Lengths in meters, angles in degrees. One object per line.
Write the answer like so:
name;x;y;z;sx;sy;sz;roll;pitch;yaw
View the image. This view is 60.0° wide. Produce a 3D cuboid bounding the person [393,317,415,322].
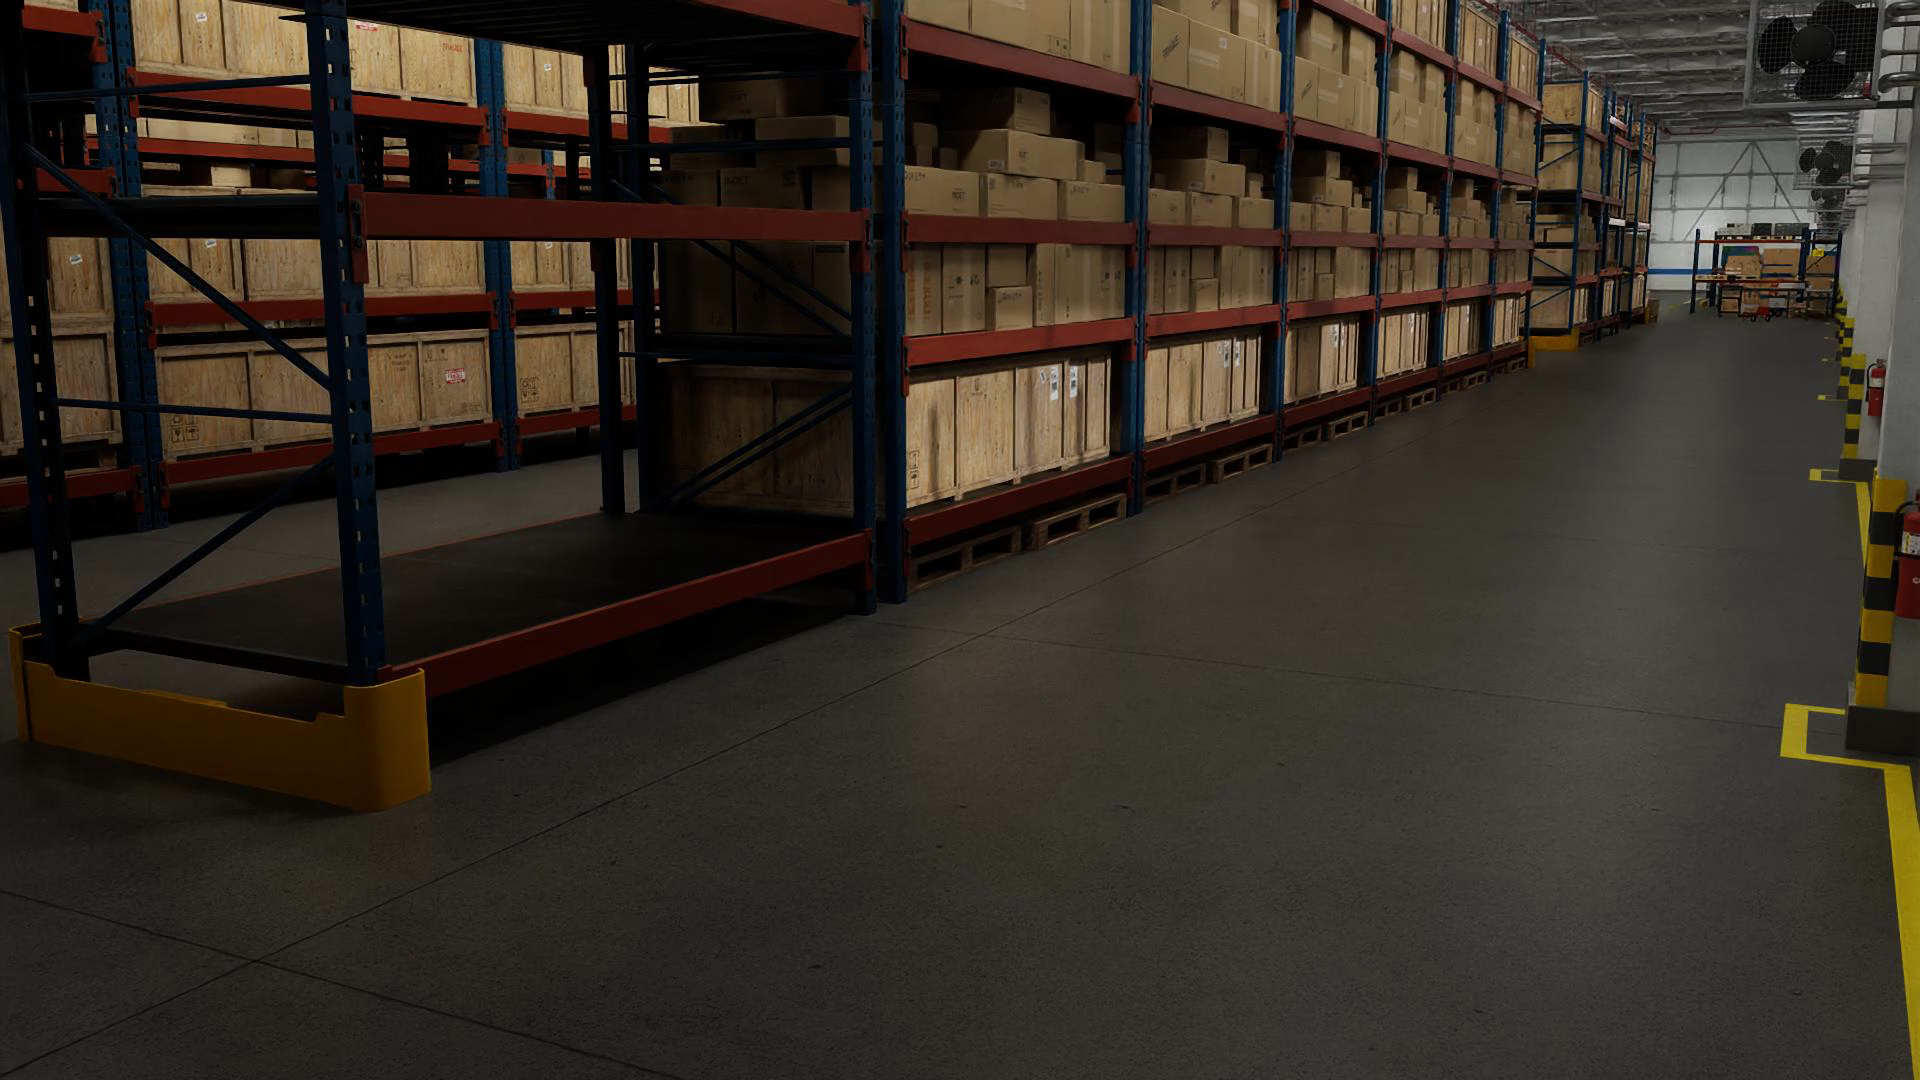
person;-9.413;-3.663;28.336;0.548;1.921;0.533;3;10;17
